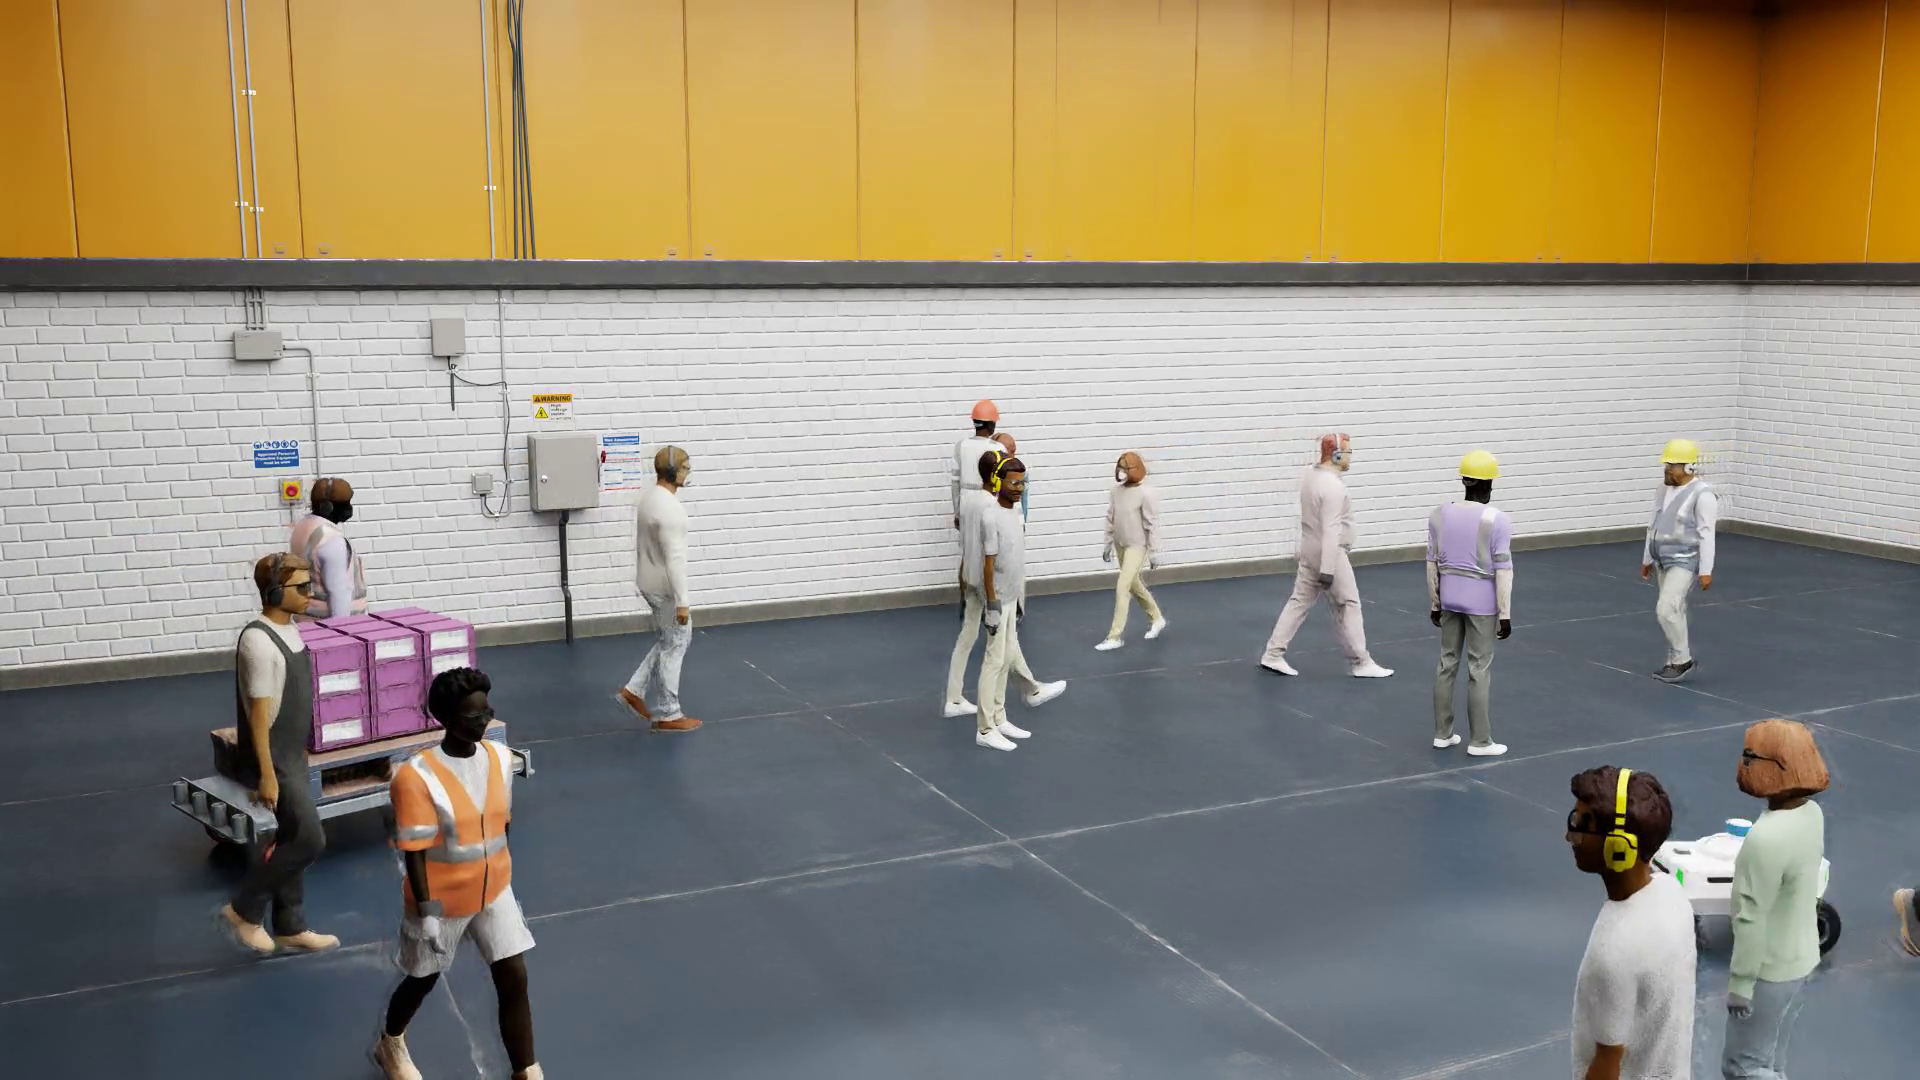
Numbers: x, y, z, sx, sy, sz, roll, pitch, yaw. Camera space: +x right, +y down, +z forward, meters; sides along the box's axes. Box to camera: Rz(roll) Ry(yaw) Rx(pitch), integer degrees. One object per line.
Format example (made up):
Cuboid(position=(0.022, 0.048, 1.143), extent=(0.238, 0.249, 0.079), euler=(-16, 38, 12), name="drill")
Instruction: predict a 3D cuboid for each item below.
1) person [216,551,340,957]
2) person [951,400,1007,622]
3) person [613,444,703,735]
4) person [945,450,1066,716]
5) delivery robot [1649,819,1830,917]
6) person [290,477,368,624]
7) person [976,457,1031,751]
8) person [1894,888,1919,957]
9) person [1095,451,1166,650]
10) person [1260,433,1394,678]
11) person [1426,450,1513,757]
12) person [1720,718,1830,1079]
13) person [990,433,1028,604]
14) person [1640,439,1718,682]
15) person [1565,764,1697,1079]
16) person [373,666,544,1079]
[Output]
Cuboid(position=(-2.965, 0.957, 7.279), extent=(0.442, 1.831, 0.531), euler=(-1, 9, -6), name="person")
Cuboid(position=(0.192, -0.247, 14.468), extent=(0.568, 1.930, 0.411), euler=(6, 11, 32), name="person")
Cuboid(position=(-1.935, 0.336, 10.834), extent=(0.488, 1.924, 0.656), euler=(-4, 10, -22), name="person")
Cuboid(position=(0.266, 0.294, 11.430), extent=(0.921, 1.819, 0.550), euler=(-5, 10, -27), name="person")
Cuboid(position=(3.514, 1.507, 7.525), extent=(0.707, 0.478, 0.477), euler=(0, 9, 0), name="delivery robot")
Cuboid(position=(-3.912, 0.515, 10.096), extent=(0.743, 1.811, 0.630), euler=(-7, 11, -37), name="person")
Cuboid(position=(0.285, 0.397, 10.652), extent=(0.315, 1.864, 0.526), euler=(4, 10, 21), name="person")
Cuboid(position=(4.421, 0.955, 6.872), extent=(0.631, 1.970, 0.838), euler=(-6, 11, -31), name="person")
Cuboid(position=(1.422, 0.063, 13.539), extent=(0.817, 1.601, 0.509), euler=(-6, 11, -35), name="person")
Cuboid(position=(2.717, 0.122, 12.397), extent=(0.989, 1.861, 0.654), euler=(-1, 9, -8), name="person")
Cuboid(position=(3.208, 0.396, 10.456), extent=(0.370, 1.928, 0.585), euler=(-8, 12, -39), name="person")
Cuboid(position=(2.655, 1.380, 5.313), extent=(0.573, 1.622, 0.499), euler=(9, 13, 43), name="person")
Cuboid(position=(0.385, -0.114, 14.556), extent=(0.530, 1.641, 0.335), euler=(-7, 12, -38), name="person")
Cuboid(position=(5.265, 0.158, 12.281), extent=(0.459, 1.812, 0.610), euler=(-2, 9, -9), name="person")
Cuboid(position=(1.637, 1.457, 4.119), extent=(0.449, 1.852, 0.544), euler=(6, 11, 35), name="person")
Cuboid(position=(-1.837, 1.251, 5.994), extent=(0.863, 1.659, 0.532), euler=(7, 11, 37), name="person")
